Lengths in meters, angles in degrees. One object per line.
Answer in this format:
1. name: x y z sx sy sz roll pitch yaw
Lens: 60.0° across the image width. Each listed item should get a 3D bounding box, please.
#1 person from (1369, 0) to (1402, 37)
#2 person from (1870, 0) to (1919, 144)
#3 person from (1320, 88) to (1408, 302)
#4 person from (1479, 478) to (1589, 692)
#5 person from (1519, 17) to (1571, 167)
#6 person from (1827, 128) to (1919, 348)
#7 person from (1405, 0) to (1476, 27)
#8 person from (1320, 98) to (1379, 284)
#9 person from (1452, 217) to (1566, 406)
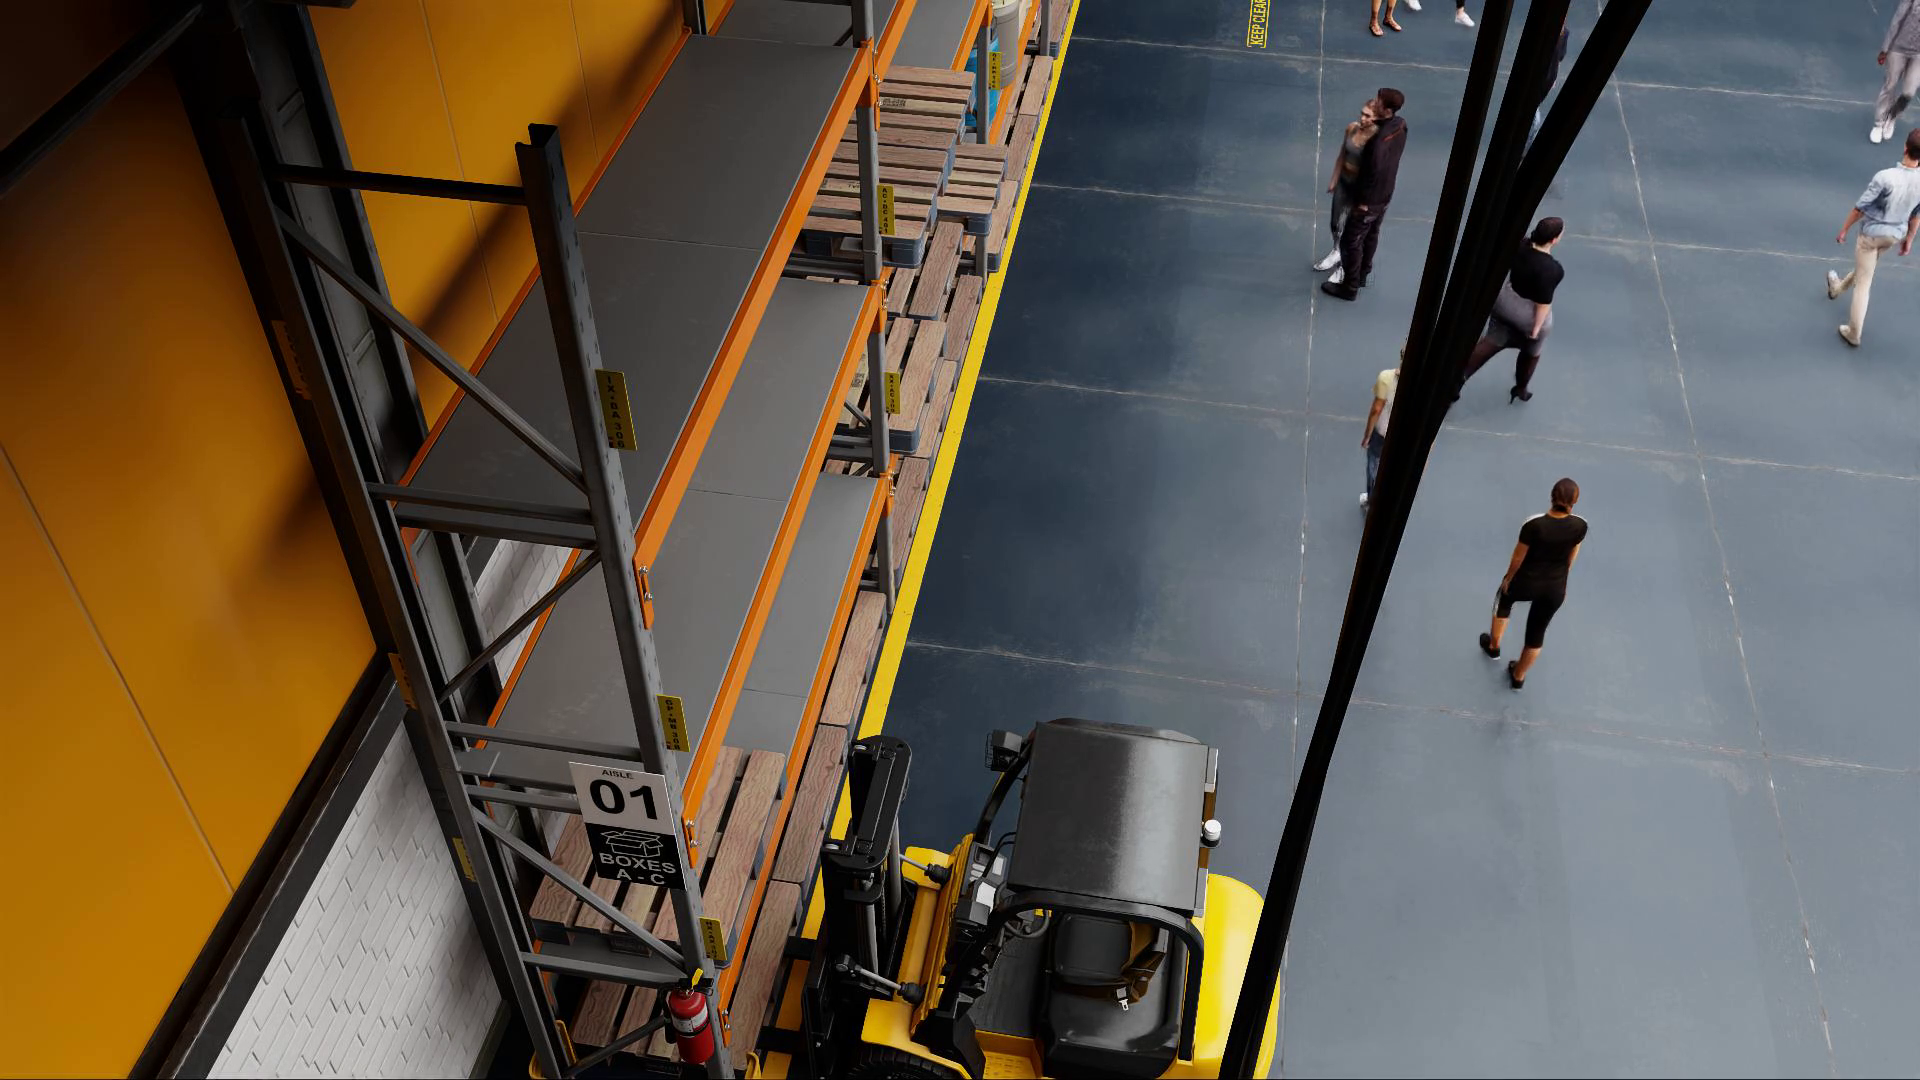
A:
1. person: 4.578 -6.178 17.450 0.670 1.719 0.704 -19 47 -19
2. person: 9.048 -4.689 15.809 0.758 1.827 0.715 17 46 17
3. person: 3.431 -2.898 13.868 0.862 1.911 0.725 31 52 29
4. person: 3.714 0.327 10.669 0.584 1.653 0.698 6 44 7
5. person: 5.379 -4.214 15.421 0.770 1.674 0.832 -14 45 -14
6. person: 7.449 -2.393 13.409 0.836 1.813 1.196 -1 44 -1
7. person: 5.134 -6.337 17.660 1.131 1.660 1.125 -32 52 -29
8. person: 3.358 -2.994 14.111 0.804 1.714 0.743 -29 51 -27
9. person: 4.224 -1.710 12.748 1.088 1.736 1.086 -18 47 -18
